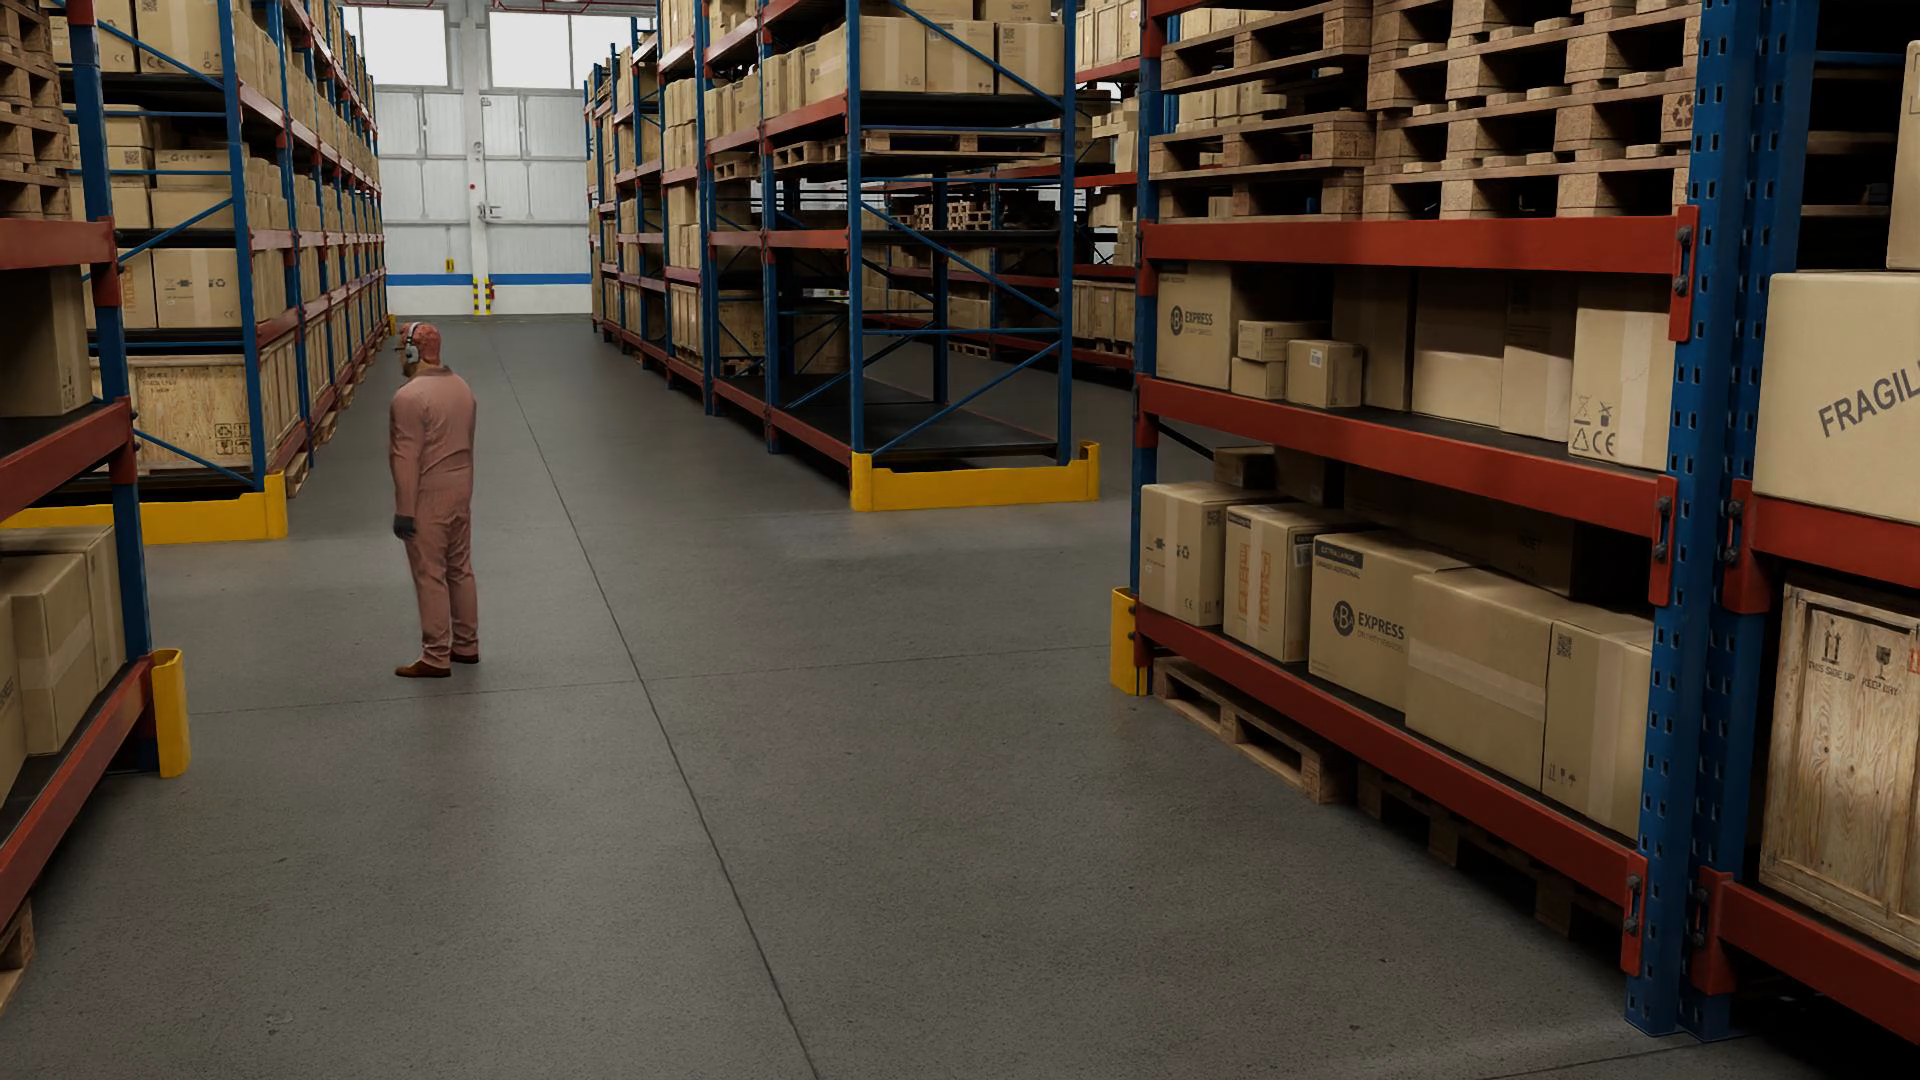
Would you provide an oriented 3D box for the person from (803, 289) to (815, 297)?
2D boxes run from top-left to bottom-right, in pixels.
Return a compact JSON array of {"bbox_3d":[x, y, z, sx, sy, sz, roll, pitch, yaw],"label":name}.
[{"bbox_3d":[-3.459,-5.230,36.739,0.584,1.796,0.911,-6,12,-31],"label":"person"}]

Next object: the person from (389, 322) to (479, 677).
[{"bbox_3d":[-2.851,-0.216,8.960,0.399,1.899,0.646,2,11,13],"label":"person"}]
